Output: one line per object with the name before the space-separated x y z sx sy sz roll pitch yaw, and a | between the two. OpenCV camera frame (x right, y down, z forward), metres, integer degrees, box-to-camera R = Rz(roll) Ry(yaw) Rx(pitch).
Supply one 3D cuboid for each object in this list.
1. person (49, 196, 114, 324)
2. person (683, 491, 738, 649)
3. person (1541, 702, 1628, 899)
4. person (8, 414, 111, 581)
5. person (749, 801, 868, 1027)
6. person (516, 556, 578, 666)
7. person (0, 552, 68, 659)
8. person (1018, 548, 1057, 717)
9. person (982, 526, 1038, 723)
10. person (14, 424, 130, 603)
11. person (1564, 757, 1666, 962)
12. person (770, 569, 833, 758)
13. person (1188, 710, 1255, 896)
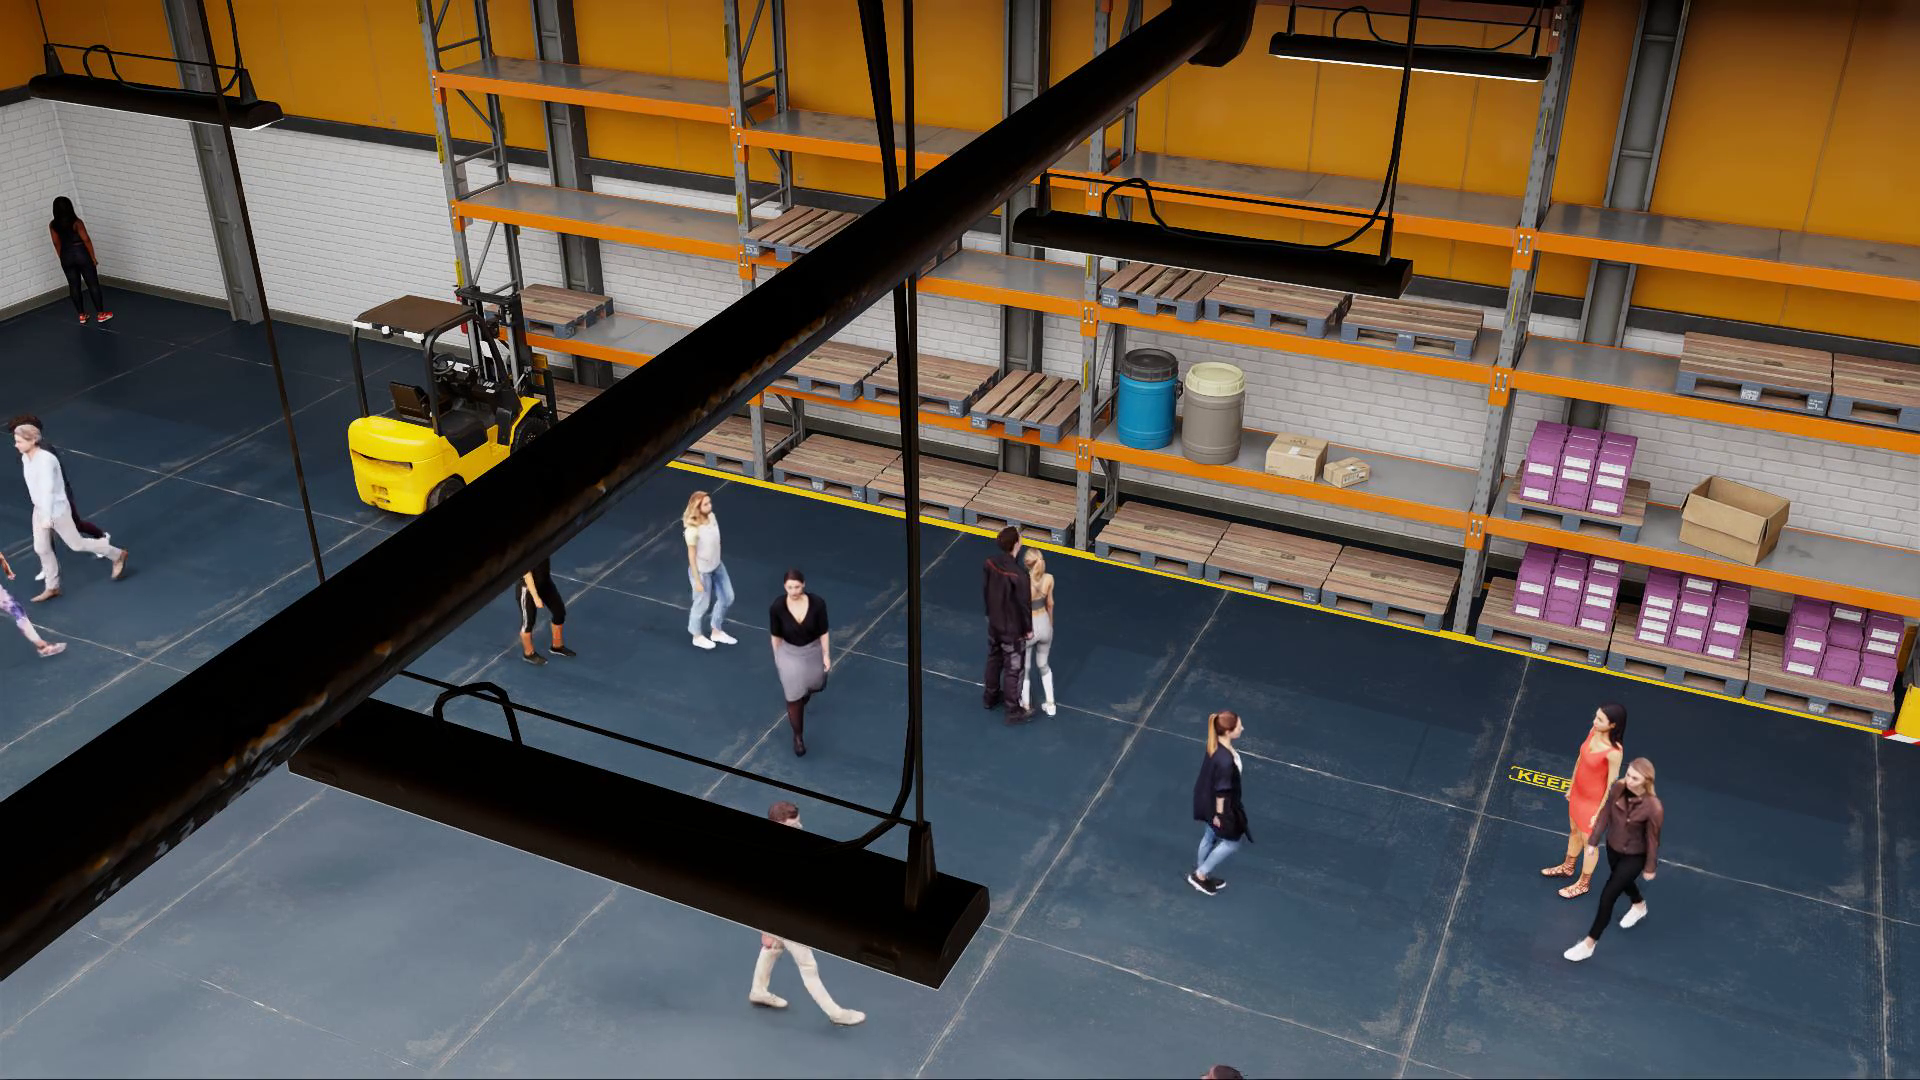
person | -12.430 -3.956 23.411 0.717 1.816 0.823 -2 29 -4
person | -2.497 0.282 15.757 0.701 1.706 0.657 11 30 19
person | 4.808 1.958 12.670 0.704 1.719 0.670 -6 29 -10
person | -9.296 -0.508 17.157 1.020 1.753 0.750 8 30 15
person | -1.283 2.559 11.471 1.196 1.813 0.836 6 29 12
person | -4.045 0.423 15.554 0.698 1.653 0.584 12 31 21
person | -9.166 0.417 15.499 1.195 1.717 1.099 -8 30 -14
person | 0.667 0.825 14.754 0.743 1.714 0.804 -12 31 -21
person | 0.414 0.742 14.700 0.862 1.911 0.725 -18 33 -29
person | -8.991 -0.308 16.677 1.197 1.861 0.840 18 34 30
person | 4.917 2.274 12.153 1.125 1.660 1.131 -14 31 -23
person | -1.366 0.983 14.440 1.086 1.736 1.088 -5 29 -9
person | 1.873 1.999 12.643 0.832 1.674 0.770 -2 29 -4
